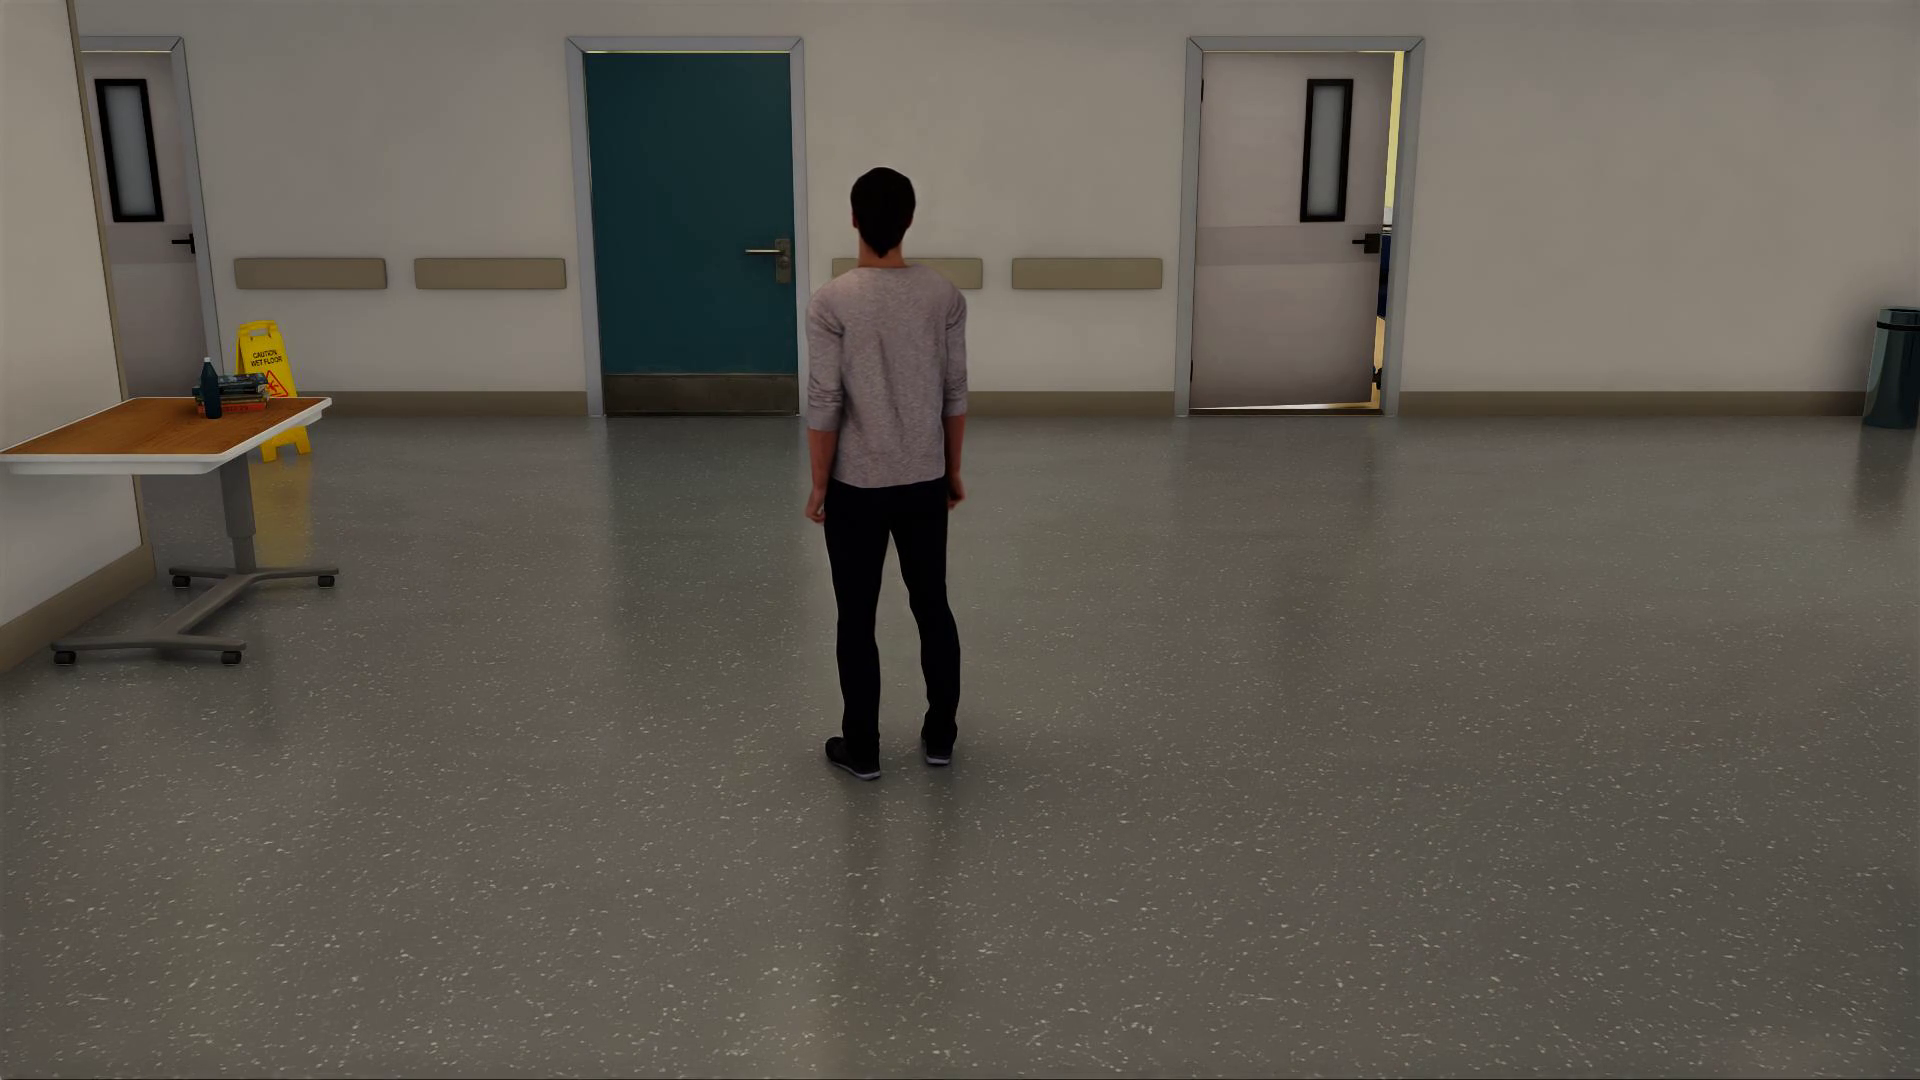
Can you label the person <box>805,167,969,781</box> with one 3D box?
[{"bbox_3d":[-0.215,-0.187,5.016,0.620,1.843,0.789,-6,17,-21],"label":"person"}]
